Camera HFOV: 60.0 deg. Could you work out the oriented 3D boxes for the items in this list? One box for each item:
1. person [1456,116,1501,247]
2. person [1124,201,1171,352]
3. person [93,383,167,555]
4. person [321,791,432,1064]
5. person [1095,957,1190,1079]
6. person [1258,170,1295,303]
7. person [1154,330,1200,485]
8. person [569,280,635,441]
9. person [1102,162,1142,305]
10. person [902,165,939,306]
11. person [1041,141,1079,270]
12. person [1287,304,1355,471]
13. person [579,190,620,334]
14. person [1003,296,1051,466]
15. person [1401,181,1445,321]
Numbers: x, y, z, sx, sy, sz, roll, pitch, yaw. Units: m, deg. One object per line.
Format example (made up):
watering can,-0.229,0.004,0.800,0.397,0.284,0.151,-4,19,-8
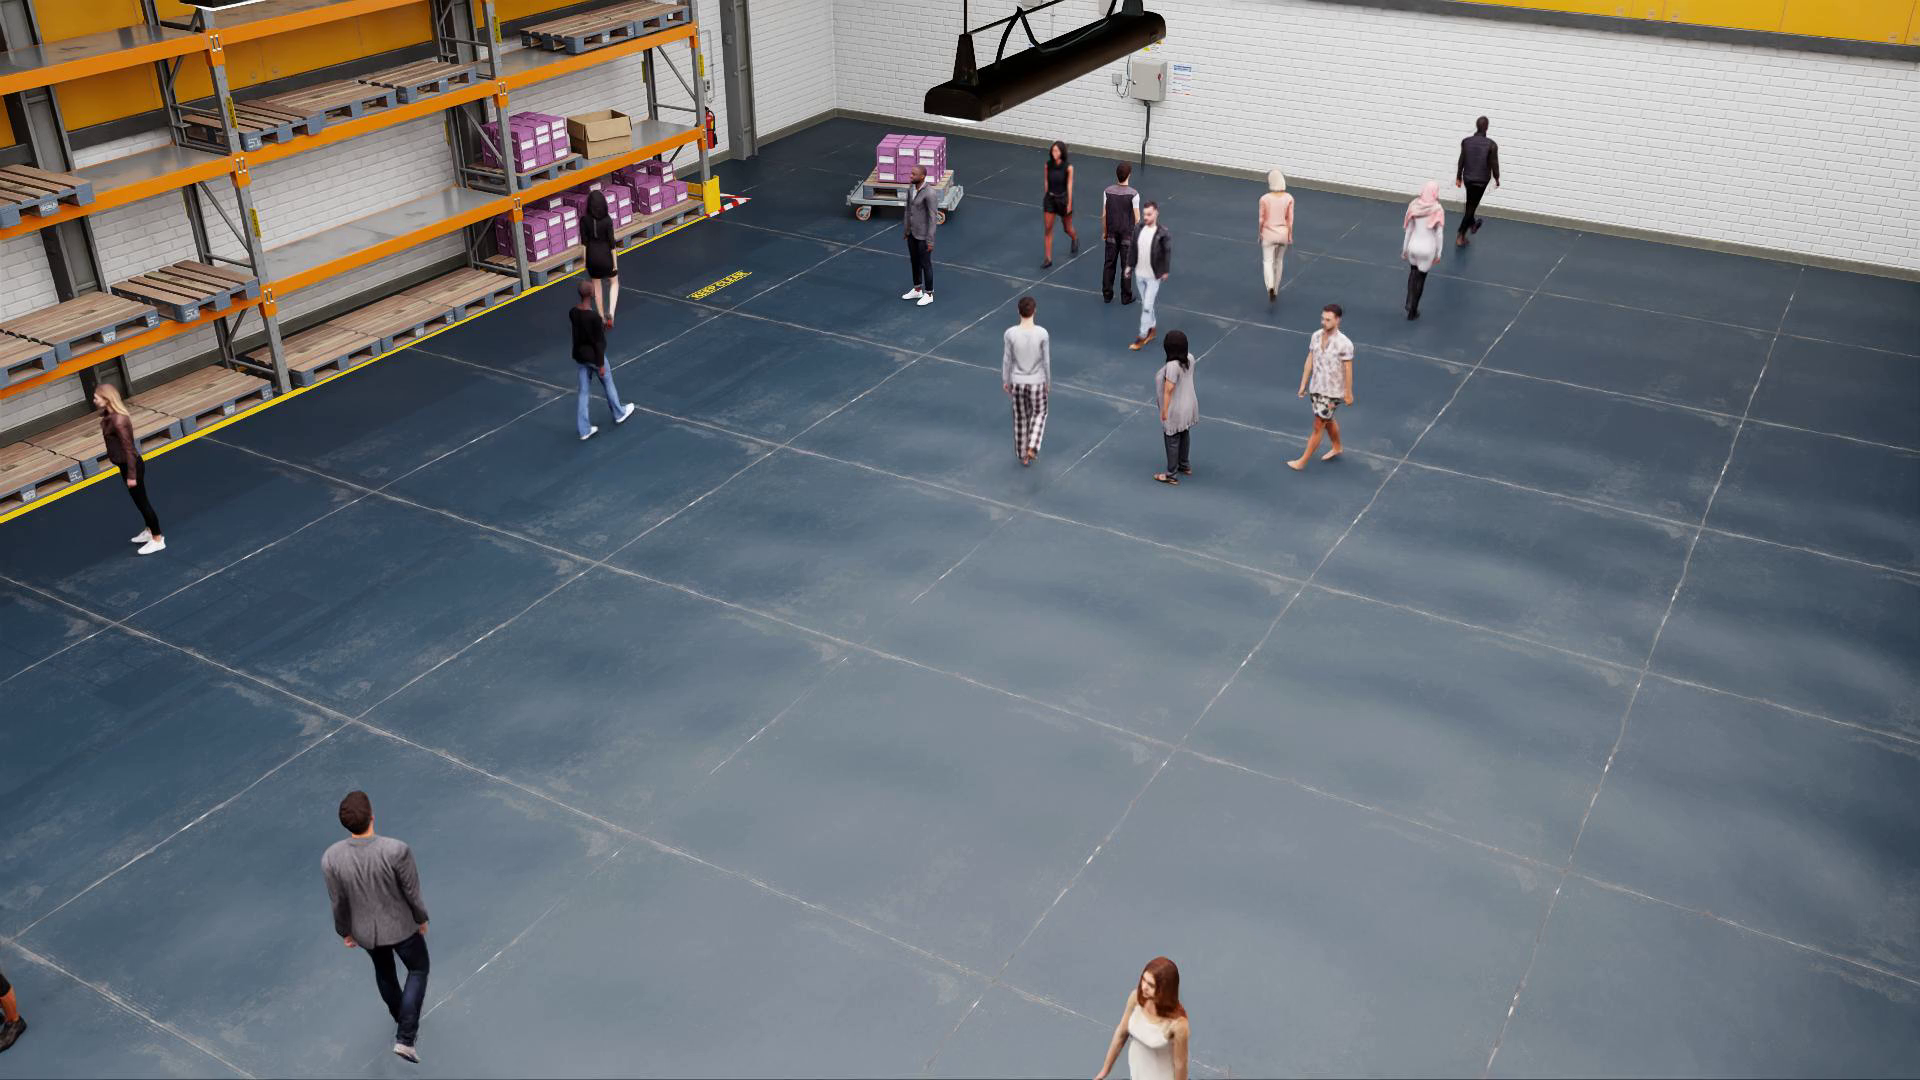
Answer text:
person,7.272,-5.049,23.572,0.901,1.792,1.196,25,38,38
person,2.342,-3.264,20.279,0.740,1.813,1.005,21,35,33
person,-7.816,-0.686,15.668,0.659,1.703,0.677,-17,33,-29
person,-3.444,2.345,9.950,1.016,1.856,1.148,-2,29,-4
person,1.125,2.912,9.121,1.242,1.656,0.937,-17,33,-29
person,4.084,-3.920,21.600,0.893,1.699,1.060,3,29,5
person,2.234,-1.381,17.045,0.701,1.603,0.612,18,33,30
person,-4.030,-1.899,17.878,0.645,1.715,1.027,14,32,24
person,2.079,-3.974,21.543,0.692,1.848,0.610,11,30,19
person,-0.506,-3.969,21.567,0.737,1.817,0.800,-21,35,-33
person,1.389,-4.628,22.888,0.627,1.709,1.132,13,31,23
person,3.871,-1.597,17.261,1.225,1.776,1.019,-16,33,-27
person,-4.455,-3.376,20.507,0.740,1.790,0.799,0,29,0
person,0.697,-1.590,17.185,0.791,1.837,0.840,4,29,7
person,5.781,-3.616,20.945,0.650,1.792,0.639,18,33,29
